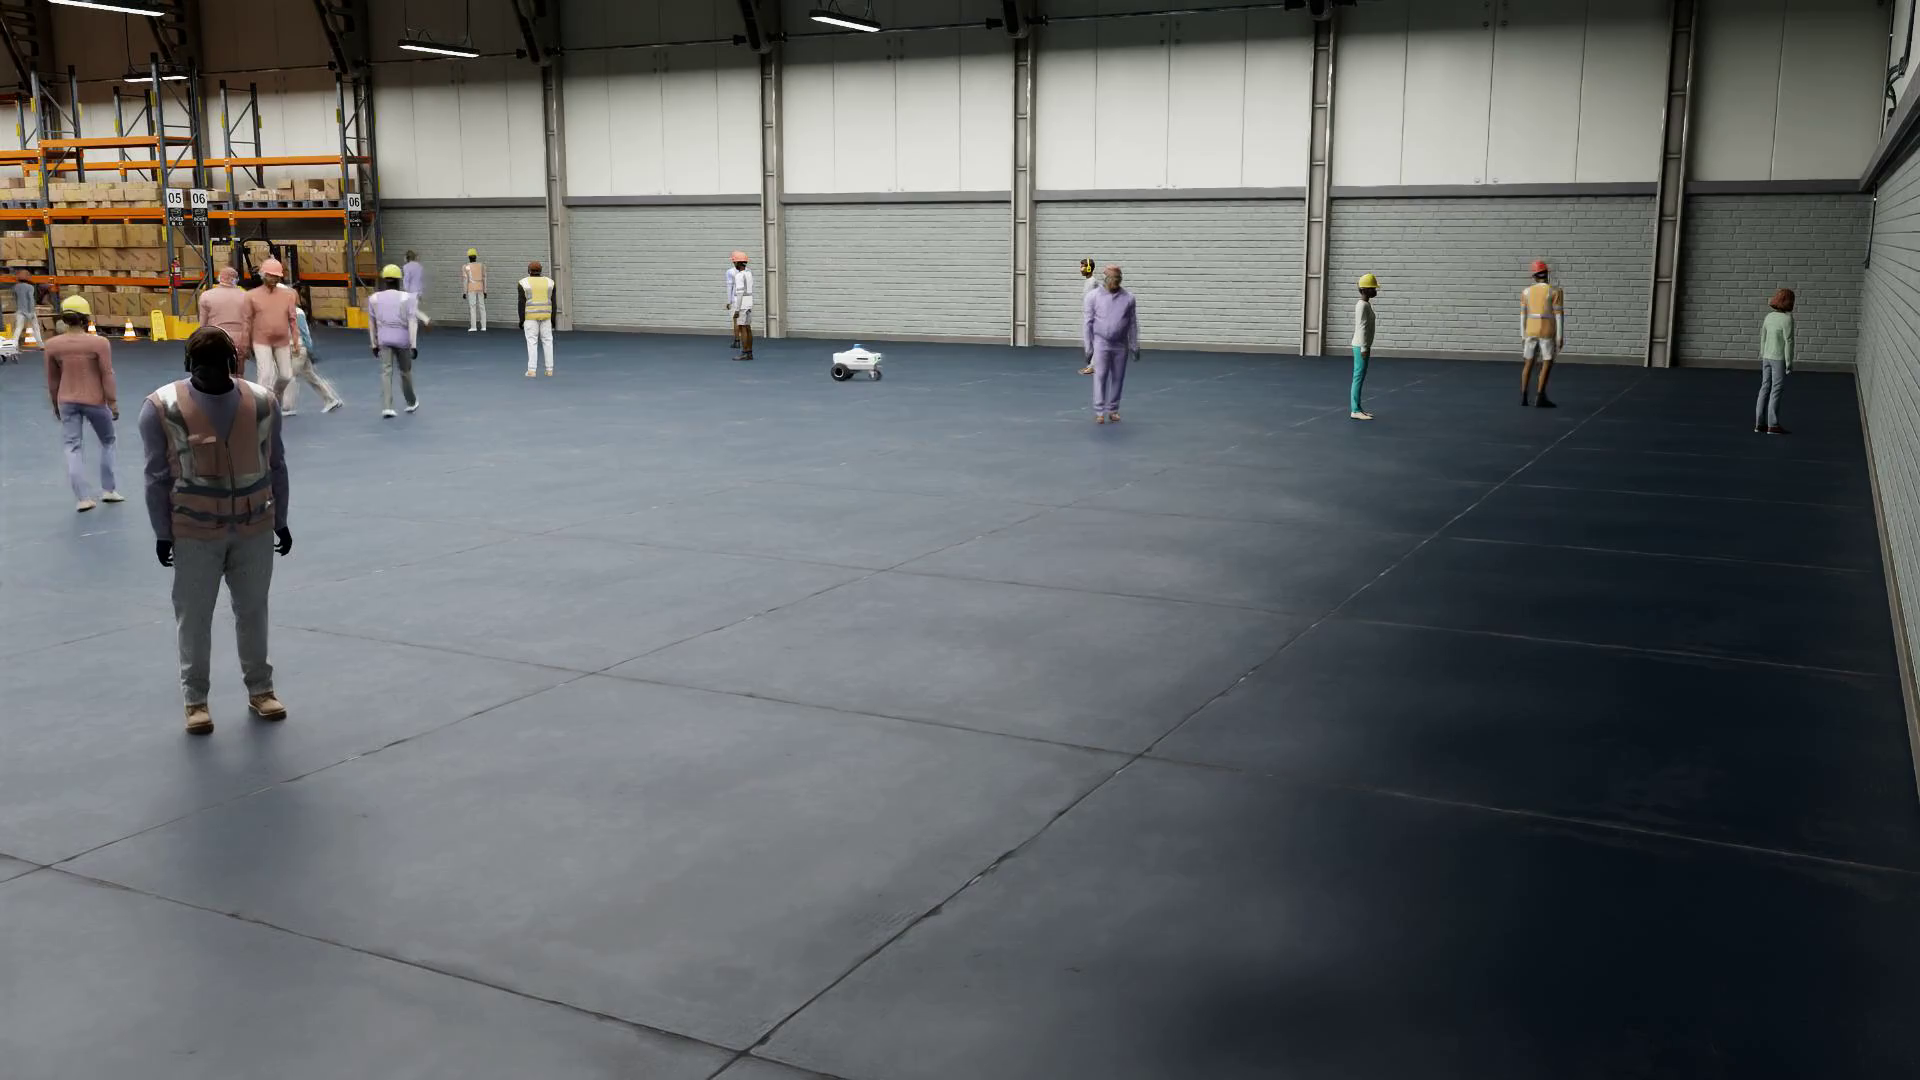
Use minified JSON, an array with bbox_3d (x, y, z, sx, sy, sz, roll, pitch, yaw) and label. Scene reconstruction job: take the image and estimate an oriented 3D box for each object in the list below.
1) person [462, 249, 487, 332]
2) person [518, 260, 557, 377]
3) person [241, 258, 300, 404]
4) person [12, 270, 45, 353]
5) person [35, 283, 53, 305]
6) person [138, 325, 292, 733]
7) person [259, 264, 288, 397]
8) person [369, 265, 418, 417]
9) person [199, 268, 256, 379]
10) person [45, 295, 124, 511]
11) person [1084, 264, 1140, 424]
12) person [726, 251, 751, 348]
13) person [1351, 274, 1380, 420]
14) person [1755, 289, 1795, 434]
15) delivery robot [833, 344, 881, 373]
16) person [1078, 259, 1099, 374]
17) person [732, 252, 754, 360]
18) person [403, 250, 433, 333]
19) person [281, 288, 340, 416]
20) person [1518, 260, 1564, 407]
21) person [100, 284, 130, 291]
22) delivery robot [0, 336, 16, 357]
[{"bbox_3d":[-11.329,-5.828,38.830,0.584,1.929,0.371,-9,13,-39],"label":"person"},{"bbox_3d":[-6.733,-3.520,26.484,0.633,1.843,0.429,-7,12,-33],"label":"person"},{"bbox_3d":[-8.255,-2.368,19.850,0.663,1.970,0.656,-9,13,-39],"label":"person"},{"bbox_3d":[-17.846,-4.357,31.747,0.509,1.585,0.869,3,11,14],"label":"person"},{"bbox_3d":[-22.364,-6.180,40.557,1.029,1.990,0.629,5,12,27],"label":"person"},{"bbox_3d":[-3.366,-0.056,7.605,0.624,1.841,0.430,-8,13,-38],"label":"person"},{"bbox_3d":[-9.608,-2.899,23.043,0.803,1.856,0.613,3,11,18],"label":"person"},{"bbox_3d":[-7.044,-2.481,20.724,0.604,1.875,1.017,0,10,-2],"label":"person"},{"bbox_3d":[-8.822,-2.342,20.053,0.637,1.836,1.013,-8,13,-37],"label":"person"},{"bbox_3d":[-7.175,-1.129,13.676,0.554,1.742,0.622,-1,10,-7],"label":"person"},{"bbox_3d":[1.817,-2.353,19.983,0.663,1.912,0.419,-2,11,-12],"label":"person"},{"bbox_3d":[-4.405,-4.780,33.102,0.547,1.934,0.376,-6,12,-31],"label":"person"},{"bbox_3d":[4.957,-2.360,20.366,0.312,1.769,0.525,3,11,16],"label":"person"},{"bbox_3d":[9.282,-2.021,18.876,0.281,1.631,0.505,-1,10,-7],"label":"person"},{"bbox_3d":[-1.589,-2.788,25.745,0.707,0.478,0.477,2,11,10],"label":"delivery robot"},{"bbox_3d":[2.099,-3.624,27.008,0.311,1.863,0.509,0,10,-3],"label":"person"},{"bbox_3d":[-3.913,-4.191,29.876,0.354,1.939,0.544,3,11,14],"label":"person"},{"bbox_3d":[-12.202,-5.540,37.287,0.713,1.924,0.637,2,11,10],"label":"person"},{"bbox_3d":[-8.213,-2.355,20.804,0.853,1.594,0.527,-7,13,-34],"label":"person"},{"bbox_3d":[7.592,-2.682,21.763,0.352,1.909,0.618,-10,14,-43],"label":"person"},{"bbox_3d":[-20.096,-5.917,39.518,0.991,1.853,0.666,5,12,26],"label":"person"},{"bbox_3d":[-16.828,-3.391,29.032,0.707,0.478,0.477,6,12,29],"label":"delivery robot"}]
